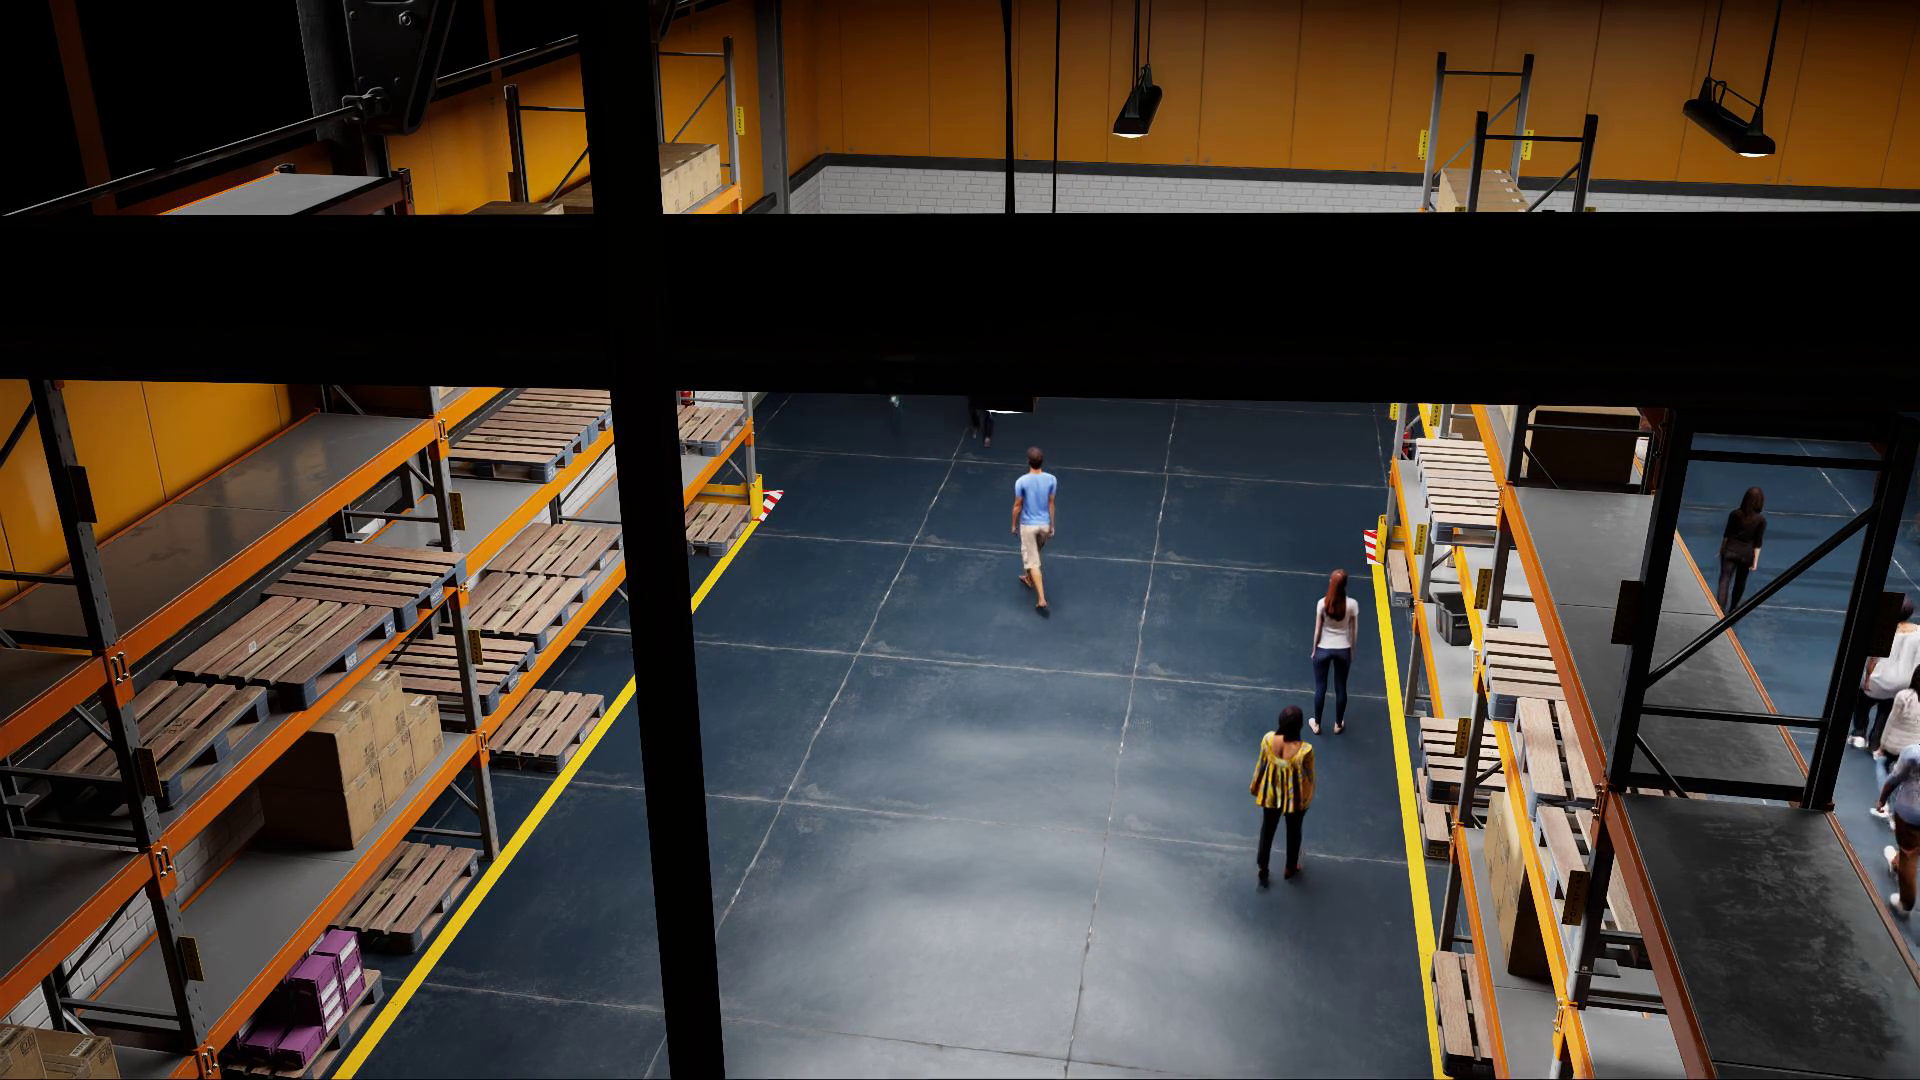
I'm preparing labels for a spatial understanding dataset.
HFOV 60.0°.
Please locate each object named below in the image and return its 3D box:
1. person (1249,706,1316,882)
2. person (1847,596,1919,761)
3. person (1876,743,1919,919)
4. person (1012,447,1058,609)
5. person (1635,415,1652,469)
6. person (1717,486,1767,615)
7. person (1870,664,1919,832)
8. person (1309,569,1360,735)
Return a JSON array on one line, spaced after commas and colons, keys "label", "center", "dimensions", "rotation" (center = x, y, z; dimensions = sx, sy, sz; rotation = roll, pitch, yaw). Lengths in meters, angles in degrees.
[{"label": "person", "center": [2.710, 2.136, 13.980], "dimensions": [0.823, 1.657, 0.864], "rotation": [13, 27, 28]}, {"label": "person", "center": [8.825, 1.332, 15.800], "dimensions": [0.672, 1.674, 0.629], "rotation": [6, 24, 14]}, {"label": "person", "center": [7.865, 2.254, 13.545], "dimensions": [0.746, 1.790, 1.070], "rotation": [3, 24, 6]}, {"label": "person", "center": [0.884, -0.107, 18.901], "dimensions": [1.037, 1.826, 1.312], "rotation": [-8, 25, -17]}, {"label": "person", "center": [8.117, -0.606, 19.958], "dimensions": [0.686, 1.894, 0.586], "rotation": [1, 24, 2]}, {"label": "person", "center": [8.610, 0.210, 18.439], "dimensions": [0.796, 1.615, 1.103], "rotation": [12, 26, 25]}, {"label": "person", "center": [8.394, 1.843, 14.692], "dimensions": [0.639, 1.624, 0.575], "rotation": [5, 24, 11]}, {"label": "person", "center": [3.648, 1.095, 16.260], "dimensions": [0.573, 1.739, 0.538], "rotation": [2, 24, 5]}]
